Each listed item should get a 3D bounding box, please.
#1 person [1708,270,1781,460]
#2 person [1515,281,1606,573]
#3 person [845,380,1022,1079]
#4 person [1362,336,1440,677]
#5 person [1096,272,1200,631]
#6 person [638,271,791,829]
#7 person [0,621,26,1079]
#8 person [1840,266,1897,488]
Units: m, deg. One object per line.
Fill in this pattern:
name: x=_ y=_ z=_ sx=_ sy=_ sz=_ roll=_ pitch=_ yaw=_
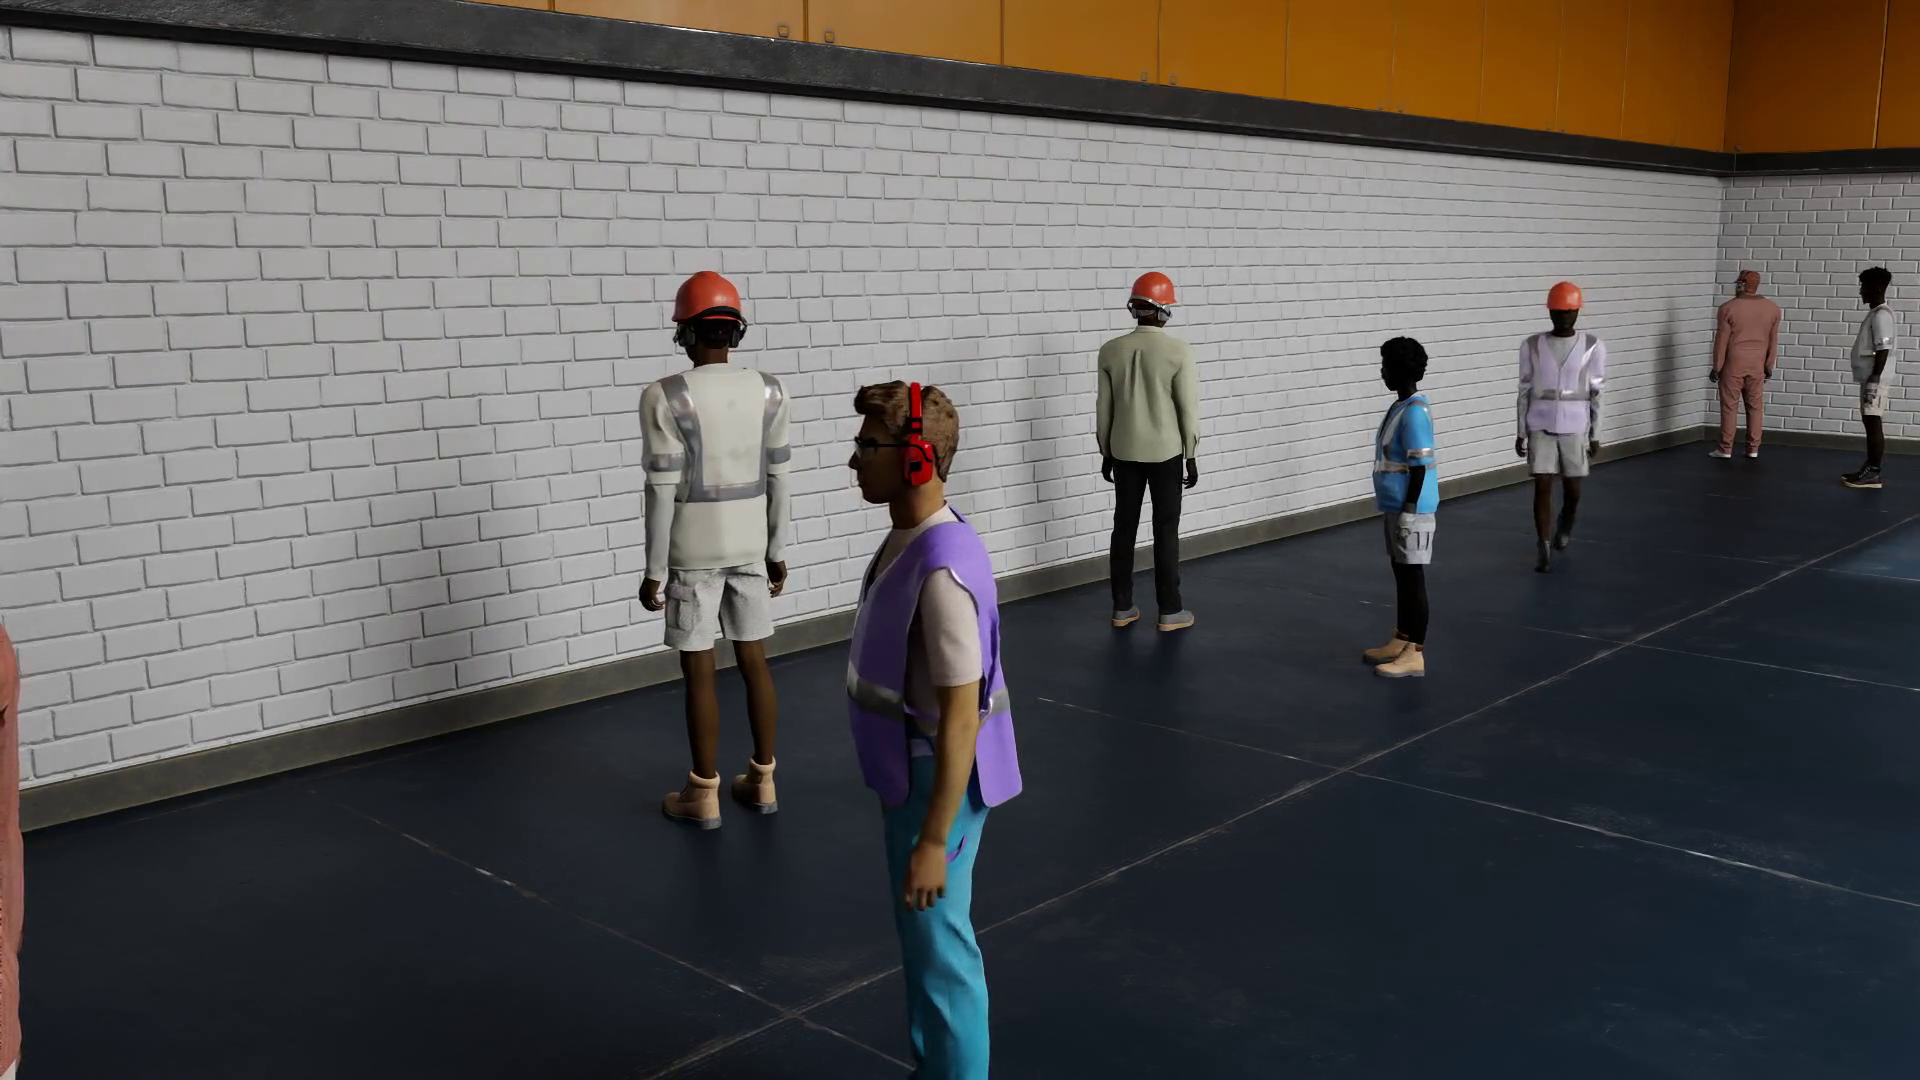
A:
person: x=7.883 y=-1.760 z=16.783 sx=0.653 sy=1.907 sz=0.408 roll=-1 pitch=10 yaw=-3
person: x=3.985 y=-0.764 z=11.078 sx=0.547 sy=1.918 sz=0.659 roll=4 pitch=11 yaw=21
person: x=-0.067 y=0.572 z=3.688 sx=0.391 sy=1.843 sz=0.563 roll=-1 pitch=10 yaw=-8
person: x=2.215 y=-0.164 z=8.294 sx=0.322 sy=1.695 sz=0.536 roll=1 pitch=10 yaw=6
person: x=1.056 y=-0.490 z=9.296 sx=0.611 sy=1.996 sz=0.379 roll=6 pitch=11 yaw=29
person: x=-0.915 y=0.039 z=6.150 sx=0.616 sy=2.041 sz=0.378 roll=-8 pitch=13 yaw=-38
person: x=-1.526 y=0.739 z=2.303 sx=0.378 sy=1.995 sz=0.609 roll=1 pitch=10 yaw=5
person: x=8.132 y=-1.446 z=14.830 sx=0.366 sy=1.962 sz=0.610 roll=5 pitch=11 yaw=26
